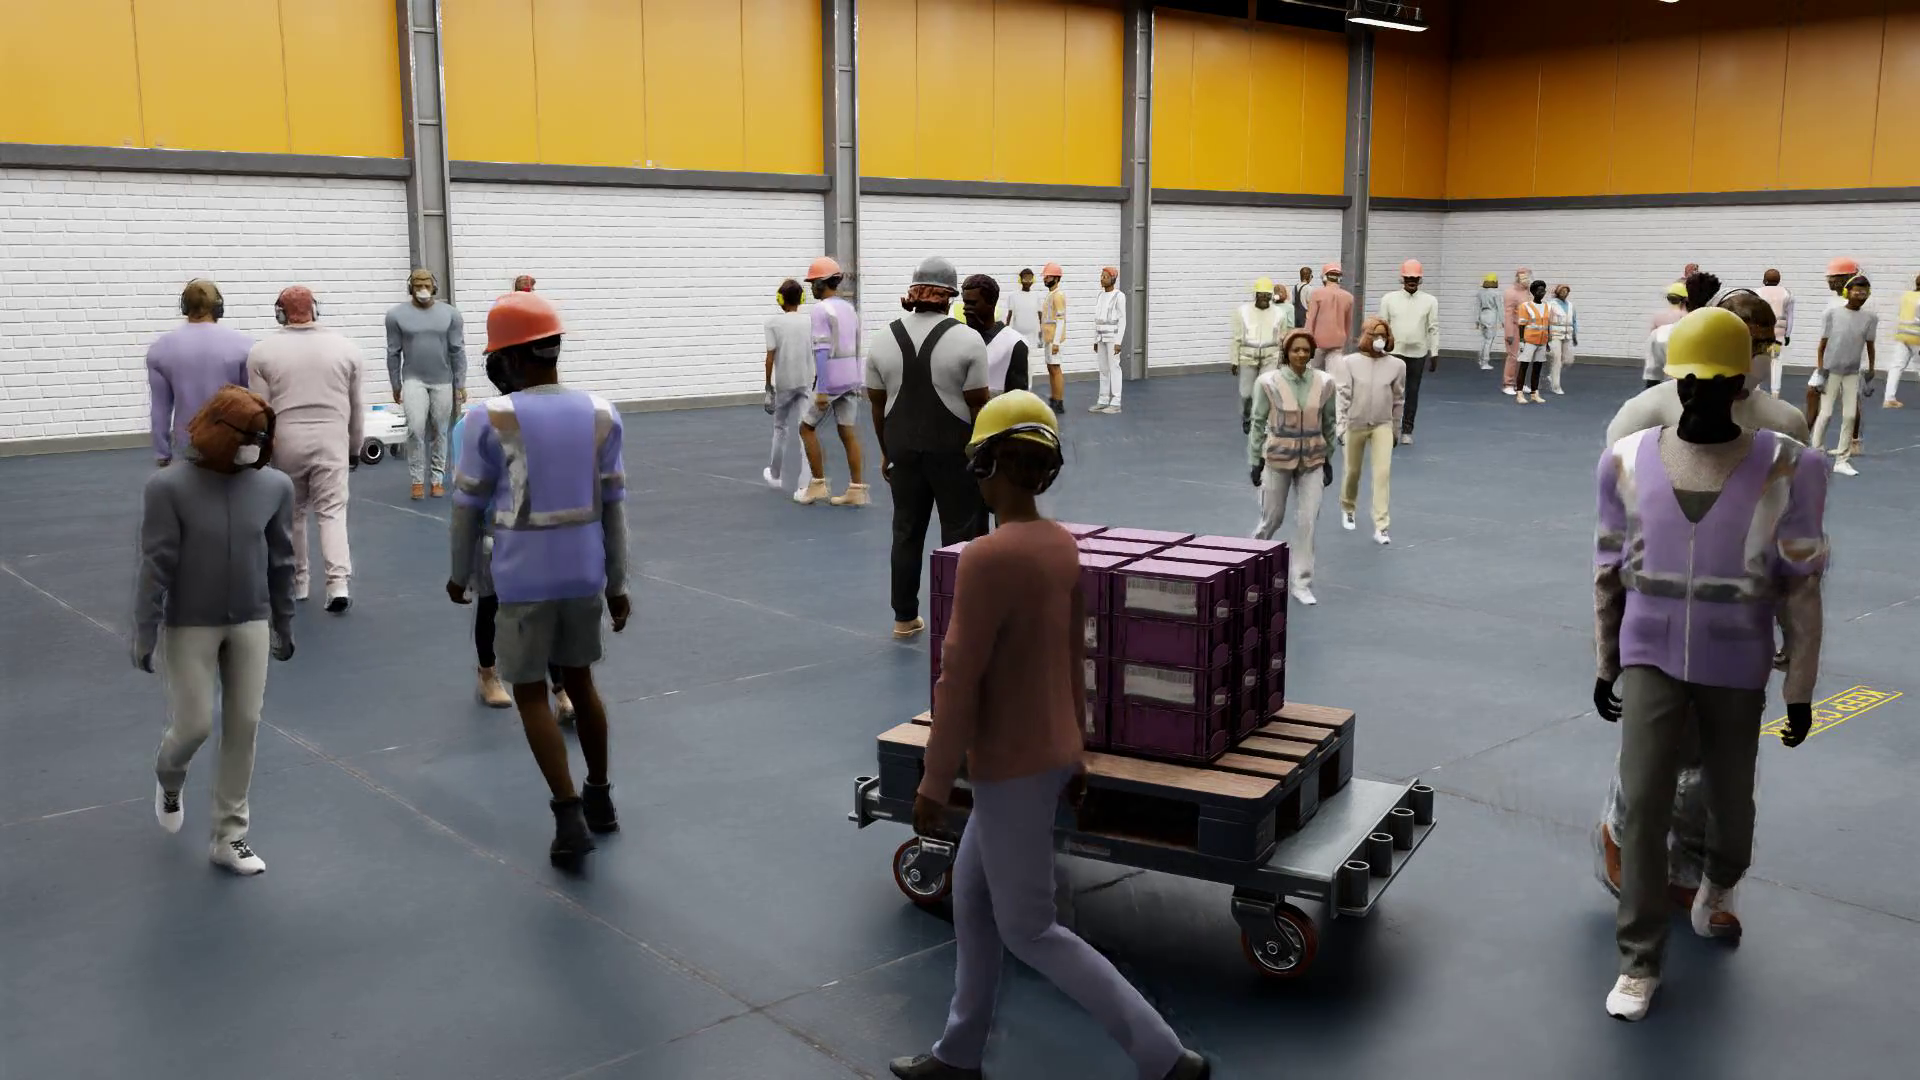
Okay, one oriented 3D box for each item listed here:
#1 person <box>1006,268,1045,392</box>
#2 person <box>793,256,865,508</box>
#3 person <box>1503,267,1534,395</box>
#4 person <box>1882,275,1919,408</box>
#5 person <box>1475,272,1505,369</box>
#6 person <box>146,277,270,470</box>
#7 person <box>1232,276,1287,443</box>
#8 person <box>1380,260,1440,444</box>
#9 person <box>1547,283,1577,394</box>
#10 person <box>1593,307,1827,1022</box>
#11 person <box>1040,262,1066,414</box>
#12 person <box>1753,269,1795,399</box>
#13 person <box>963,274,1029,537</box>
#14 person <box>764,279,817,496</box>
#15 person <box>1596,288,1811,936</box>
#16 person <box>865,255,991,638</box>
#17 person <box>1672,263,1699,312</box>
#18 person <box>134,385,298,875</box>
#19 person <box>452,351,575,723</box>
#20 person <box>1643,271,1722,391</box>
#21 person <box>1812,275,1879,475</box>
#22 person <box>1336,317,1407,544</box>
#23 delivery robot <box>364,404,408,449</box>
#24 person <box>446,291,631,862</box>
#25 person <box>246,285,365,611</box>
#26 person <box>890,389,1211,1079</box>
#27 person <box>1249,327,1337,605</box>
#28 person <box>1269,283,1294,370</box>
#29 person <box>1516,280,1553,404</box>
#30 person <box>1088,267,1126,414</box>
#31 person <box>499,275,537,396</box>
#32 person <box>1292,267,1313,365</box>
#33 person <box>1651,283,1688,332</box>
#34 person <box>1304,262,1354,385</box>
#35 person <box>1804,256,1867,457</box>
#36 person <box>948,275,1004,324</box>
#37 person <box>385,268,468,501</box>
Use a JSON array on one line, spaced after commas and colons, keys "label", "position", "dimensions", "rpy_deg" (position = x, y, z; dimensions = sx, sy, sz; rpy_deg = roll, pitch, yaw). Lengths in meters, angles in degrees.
[{"label": "person", "position": [0.919, -2.891, 23.417], "dimensions": [0.571, 1.851, 0.417], "rpy_deg": [-1, 10, -4]}, {"label": "person", "position": [-1.081, -1.254, 13.341], "dimensions": [0.719, 2.014, 0.648], "rpy_deg": [5, 11, 27]}, {"label": "person", "position": [8.133, -3.035, 24.223], "dimensions": [0.667, 1.867, 0.500], "rpy_deg": [-5, 11, -28]}, {"label": "person", "position": [12.790, -2.647, 22.139], "dimensions": [0.958, 1.789, 0.642], "rpy_deg": [-2, 10, -12]}, {"label": "person", "position": [9.549, -3.929, 29.861], "dimensions": [0.489, 1.730, 0.494], "rpy_deg": [-5, 11, -29]}, {"label": "person", "position": [-4.296, -0.544, 9.523], "dimensions": [0.625, 1.906, 0.857], "rpy_deg": [0, 10, -2]}, {"label": "person", "position": [3.270, -1.980, 18.194], "dimensions": [0.600, 1.813, 0.651], "rpy_deg": [1, 10, 7]}, {"label": "person", "position": [4.784, -1.984, 17.730], "dimensions": [0.646, 1.975, 0.672], "rpy_deg": [2, 10, 9]}, {"label": "person", "position": [8.830, -2.965, 24.526], "dimensions": [0.546, 1.626, 0.448], "rpy_deg": [-4, 10, -20]}, {"label": "person", "position": [2.058, 0.303, 4.609], "dimensions": [0.598, 1.898, 0.872], "rpy_deg": [6, 11, 32]}, {"label": "person", "position": [1.174, -2.586, 21.377], "dimensions": [0.357, 1.938, 0.552], "rpy_deg": [-2, 10, -10]}, {"label": "person", "position": [11.424, -2.904, 23.519], "dimensions": [0.629, 1.846, 0.429], "rpy_deg": [2, 10, 13]}, {"label": "person", "position": [0.167, -0.600, 9.811], "dimensions": [0.373, 1.917, 0.594], "rpy_deg": [-9, 13, -43]}, {"label": "person", "position": [-1.434, -1.276, 14.055], "dimensions": [0.555, 1.813, 0.947], "rpy_deg": [-4, 10, -21]}, {"label": "person", "position": [2.228, 0.223, 4.960], "dimensions": [0.653, 1.927, 0.416], "rpy_deg": [-2, 10, -12]}, {"label": "person", "position": [-0.121, -0.483, 8.768], "dimensions": [0.679, 2.000, 0.537], "rpy_deg": [4, 10, 22]}, {"label": "person", "position": [12.343, -3.732, 28.215], "dimensions": [0.403, 1.900, 0.642], "rpy_deg": [-5, 11, -26]}, {"label": "person", "position": [-2.491, 0.282, 5.528], "dimensions": [0.513, 1.607, 0.560], "rpy_deg": [9, 13, 43]}, {"label": "person", "position": [-1.923, -0.028, 7.233], "dimensions": [0.536, 1.640, 0.845], "rpy_deg": [-7, 12, -34]}, {"label": "person", "position": [4.801, -0.791, 10.927], "dimensions": [0.612, 1.929, 0.768], "rpy_deg": [4, 10, 22]}, {"label": "person", "position": [8.215, -1.521, 15.409], "dimensions": [0.550, 1.848, 0.416], "rpy_deg": [1, 10, 5]}, {"label": "person", "position": [2.948, -0.815, 12.015], "dimensions": [0.499, 1.595, 0.837], "rpy_deg": [1, 10, 6]}, {"label": "delivery robot", "position": [-5.741, -1.097, 16.430], "dimensions": [0.477, 0.478, 0.707], "rpy_deg": [7, 12, 37]}, {"label": "person", "position": [-1.375, 0.132, 5.564], "dimensions": [0.555, 1.907, 0.631], "rpy_deg": [-8, 13, -39]}, {"label": "person", "position": [-3.731, -0.525, 9.543], "dimensions": [0.649, 1.867, 0.867], "rpy_deg": [-5, 11, -25]}, {"label": "person", "position": [0.210, 0.522, 3.822], "dimensions": [0.789, 1.720, 0.556], "rpy_deg": [4, 10, 22]}, {"label": "person", "position": [1.948, -0.456, 9.858], "dimensions": [0.526, 1.621, 0.635], "rpy_deg": [-1, 10, -6]}, {"label": "person", "position": [4.660, -2.945, 24.381], "dimensions": [0.514, 1.621, 0.435], "rpy_deg": [7, 12, 37]}, {"label": "person", "position": [7.871, -2.706, 22.787], "dimensions": [0.537, 1.695, 0.321], "rpy_deg": [-3, 10, -19]}, {"label": "person", "position": [1.911, -2.576, 21.481], "dimensions": [0.353, 1.884, 0.577], "rpy_deg": [-6, 11, -30]}, {"label": "person", "position": [-4.795, -1.983, 18.225], "dimensions": [0.715, 1.800, 0.749], "rpy_deg": [7, 12, 34]}, {"label": "person", "position": [5.842, -3.711, 28.247], "dimensions": [0.346, 1.844, 0.507], "rpy_deg": [-5, 11, -29]}, {"label": "person", "position": [8.068, -2.042, 18.839], "dimensions": [0.895, 1.726, 0.544], "rpy_deg": [-6, 12, -33]}, {"label": "person", "position": [4.406, -2.365, 20.082], "dimensions": [0.672, 1.943, 0.661], "rpy_deg": [-2, 10, -11]}, {"label": "person", "position": [8.702, -1.819, 16.694], "dimensions": [0.890, 2.012, 0.612], "rpy_deg": [0, 10, -3]}, {"label": "person", "position": [0.132, -1.576, 15.747], "dimensions": [0.627, 1.844, 0.429], "rpy_deg": [1, 10, 7]}, {"label": "person", "position": [-4.405, -1.283, 13.802], "dimensions": [0.633, 1.915, 0.676], "rpy_deg": [-4, 10, -21]}]
